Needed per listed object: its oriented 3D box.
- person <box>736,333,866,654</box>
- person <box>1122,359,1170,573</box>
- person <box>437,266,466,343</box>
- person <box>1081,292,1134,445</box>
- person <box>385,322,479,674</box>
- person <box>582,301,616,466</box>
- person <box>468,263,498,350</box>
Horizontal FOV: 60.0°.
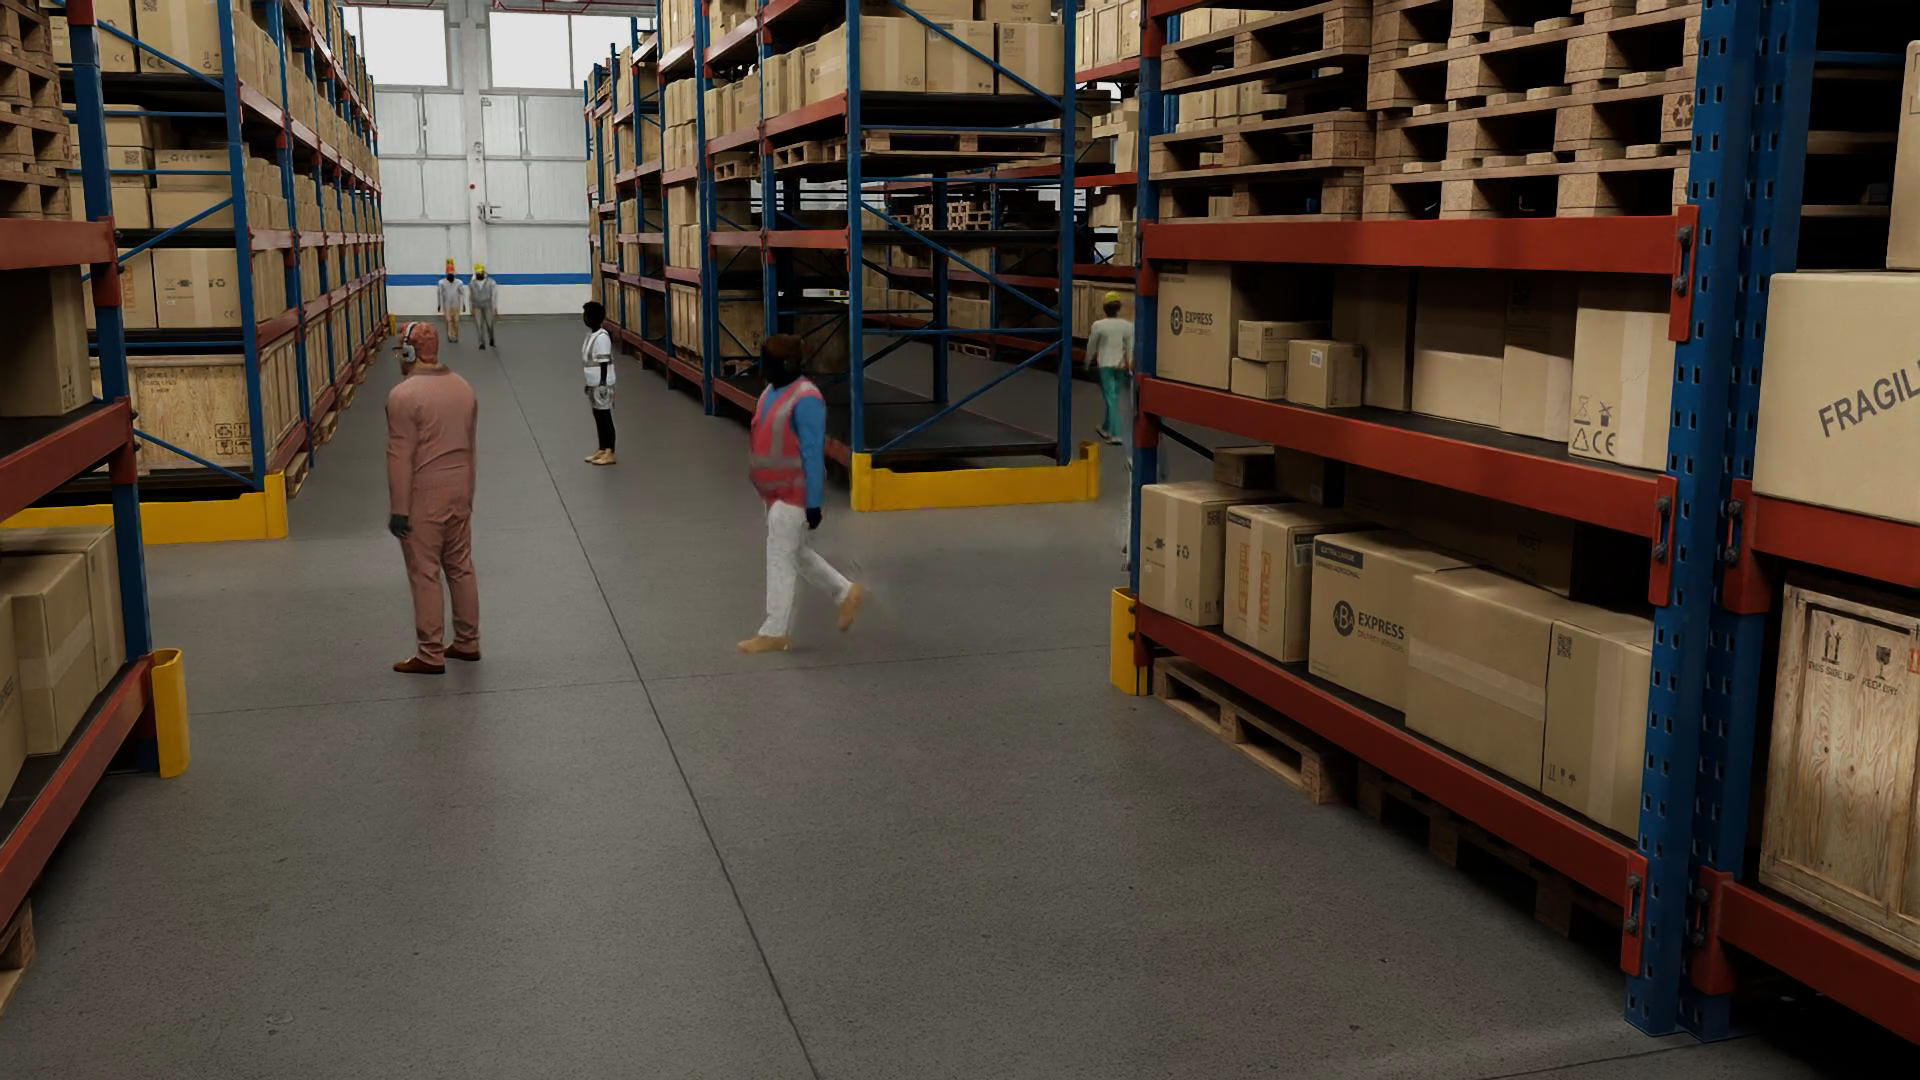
[{"bbox_3d":[-0.907,-0.277,9.499,0.783,1.823,0.639,-5,11,-26],"label":"person"},{"bbox_3d":[1.317,-0.558,11.601,0.360,1.622,0.502,-1,10,-5],"label":"person"},{"bbox_3d":[-11.269,-5.223,36.912,0.607,1.702,0.893,-5,11,-23],"label":"person"},{"bbox_3d":[1.702,-1.964,19.036,0.541,1.717,0.923,-5,11,-24],"label":"person"},{"bbox_3d":[-2.881,-0.229,9.031,0.398,1.899,0.647,4,11,20],"label":"person"},{"bbox_3d":[-3.734,-1.616,17.189,0.320,1.698,0.537,-5,12,-26],"label":"person"},{"bbox_3d":[-9.963,-4.876,34.721,0.609,1.810,0.434,-1,10,-6],"label":"person"}]
